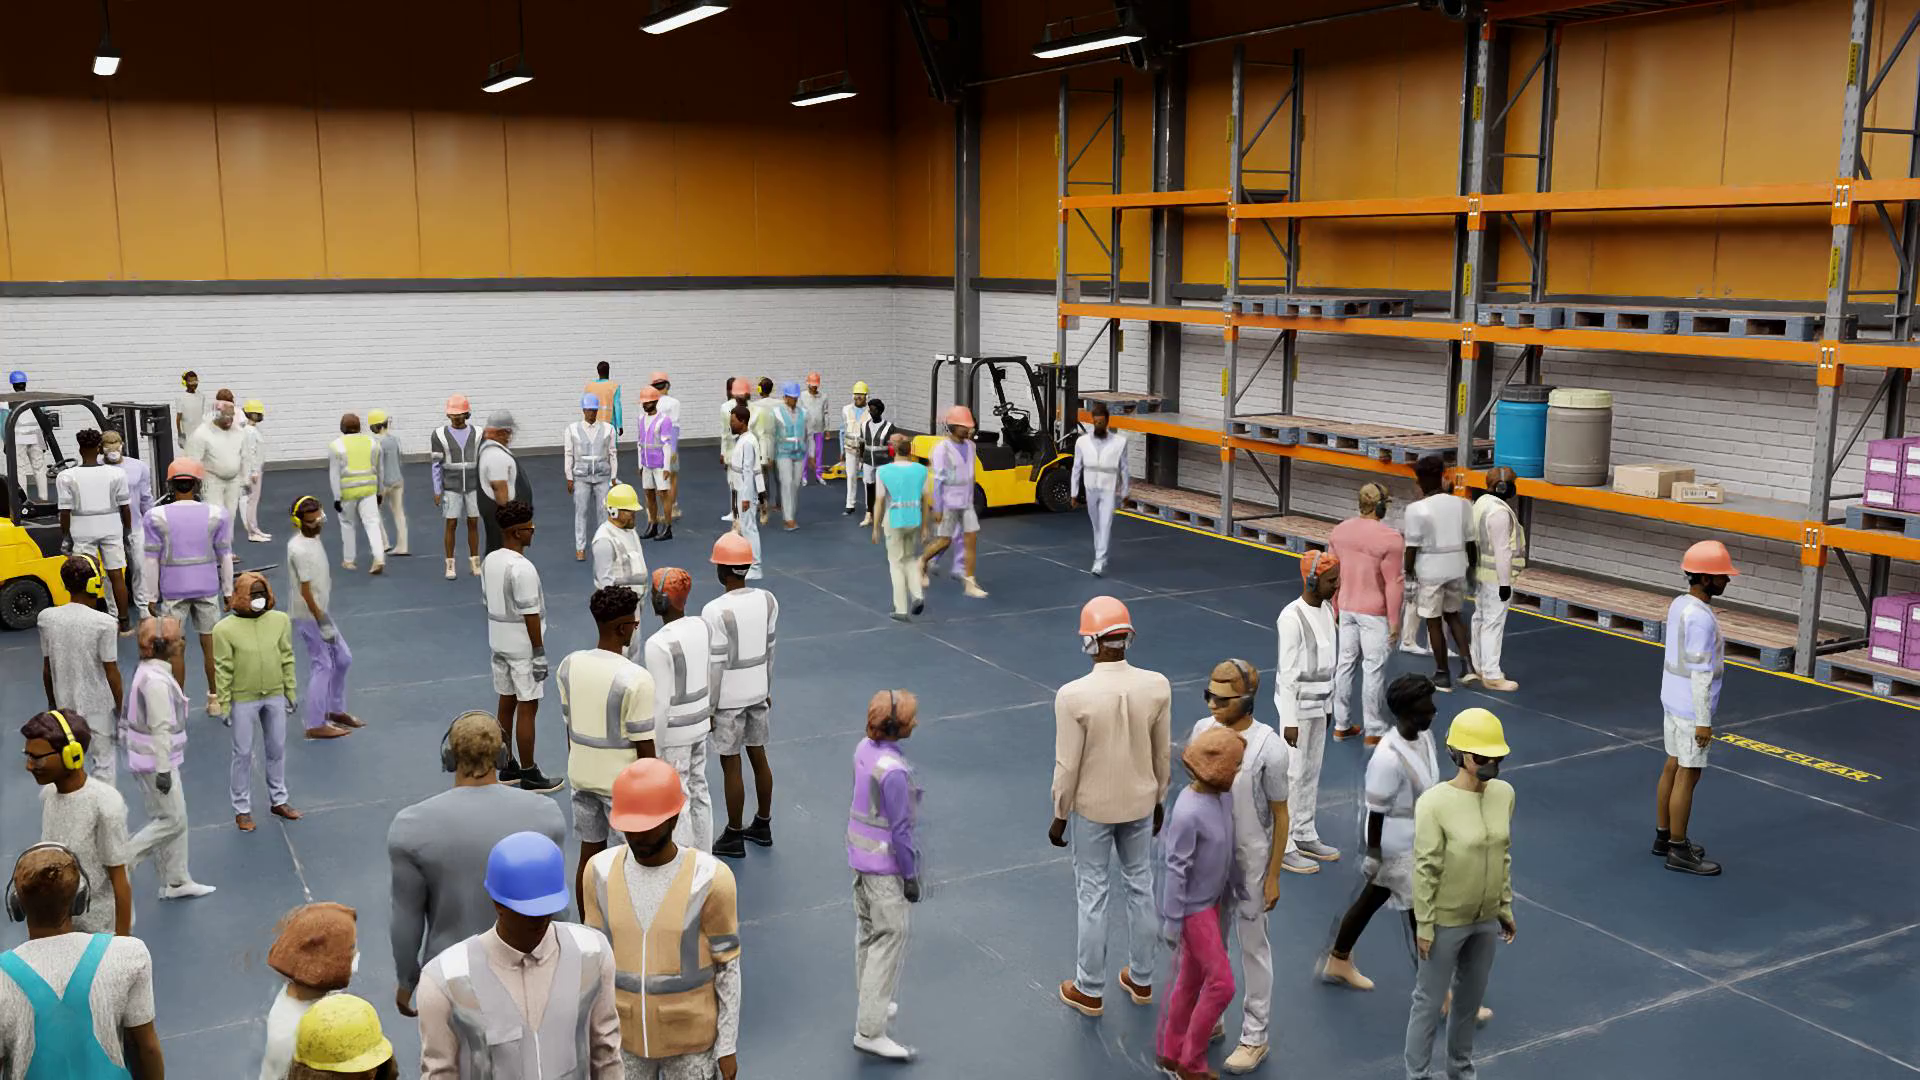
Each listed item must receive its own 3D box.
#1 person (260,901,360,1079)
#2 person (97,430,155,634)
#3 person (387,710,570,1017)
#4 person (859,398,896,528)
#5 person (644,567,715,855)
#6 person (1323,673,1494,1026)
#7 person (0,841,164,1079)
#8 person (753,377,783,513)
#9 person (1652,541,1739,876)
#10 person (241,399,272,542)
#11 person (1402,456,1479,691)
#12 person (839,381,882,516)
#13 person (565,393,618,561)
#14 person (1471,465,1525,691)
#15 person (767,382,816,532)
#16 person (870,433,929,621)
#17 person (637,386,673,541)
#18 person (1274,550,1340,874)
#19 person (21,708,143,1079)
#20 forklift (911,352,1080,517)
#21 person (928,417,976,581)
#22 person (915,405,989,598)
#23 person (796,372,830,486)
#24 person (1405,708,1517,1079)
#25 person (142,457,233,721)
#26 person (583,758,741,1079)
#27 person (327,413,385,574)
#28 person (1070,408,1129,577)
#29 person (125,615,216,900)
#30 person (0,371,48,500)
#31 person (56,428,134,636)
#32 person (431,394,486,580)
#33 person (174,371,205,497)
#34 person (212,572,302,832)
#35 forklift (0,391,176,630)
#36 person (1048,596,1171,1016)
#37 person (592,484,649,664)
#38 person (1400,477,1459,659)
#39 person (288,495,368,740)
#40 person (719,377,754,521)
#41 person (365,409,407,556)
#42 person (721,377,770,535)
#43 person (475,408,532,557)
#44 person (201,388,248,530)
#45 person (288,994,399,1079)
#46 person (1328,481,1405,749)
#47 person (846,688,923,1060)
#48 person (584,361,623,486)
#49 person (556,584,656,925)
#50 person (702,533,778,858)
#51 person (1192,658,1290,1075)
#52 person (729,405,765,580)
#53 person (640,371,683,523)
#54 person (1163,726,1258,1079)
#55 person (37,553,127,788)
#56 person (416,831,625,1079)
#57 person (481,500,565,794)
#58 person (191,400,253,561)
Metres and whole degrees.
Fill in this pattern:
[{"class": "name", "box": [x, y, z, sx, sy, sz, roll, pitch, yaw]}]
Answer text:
[{"class": "person", "box": [-1.995, 1.901, 5.134, 0.366, 1.613, 0.516, -2, 10, -13]}, {"class": "person", "box": [-7.905, -0.077, 15.648, 0.639, 1.928, 0.389, -8, 13, -40]}, {"class": "person", "box": [-1.755, 1.575, 6.127, 0.639, 1.928, 0.369, -5, 11, -25]}, {"class": "person", "box": [-1.075, -0.996, 21.587, 0.540, 1.695, 0.317, 4, 11, 23]}, {"class": "person", "box": [-1.558, 1.073, 9.141, 0.356, 1.882, 0.574, 4, 10, 20]}, {"class": "person", "box": [2.100, 1.419, 7.829, 0.862, 1.644, 0.537, 6, 11, 30]}, {"class": "person", "box": [-2.681, 1.805, 5.034, 0.517, 1.843, 0.325, -6, 12, -33]}, {"class": "person", "box": [-2.661, -1.308, 22.882, 0.520, 1.873, 0.335, -8, 13, -38]}, {"class": "person", "box": [4.260, 0.959, 9.641, 0.357, 1.938, 0.543, 2, 10, 9]}, {"class": "person", "box": [-8.724, -0.863, 20.622, 0.331, 1.768, 0.527, -3, 10, -17]}, {"class": "person", "box": [3.906, 0.284, 13.560, 0.649, 1.931, 0.466, -3, 10, -19]}, {"class": "person", "box": [-1.356, -1.233, 22.547, 0.589, 1.837, 0.404, 2, 10, 12]}, {"class": "person", "box": [-4.283, -0.733, 19.341, 0.605, 1.951, 0.380, -4, 10, -19]}, {"class": "person", "box": [4.418, 0.303, 13.693, 0.429, 1.844, 0.627, 0, 10, 1]}, {"class": "person", "box": [-2.111, -1.065, 21.360, 0.616, 1.910, 0.871, -6, 12, -32]}, {"class": "person", "box": [-0.576, -0.123, 16.149, 0.560, 1.835, 0.437, -7, 12, -33]}, {"class": "person", "box": [-3.812, -0.950, 20.660, 0.544, 1.930, 0.389, 7, 12, 35]}, {"class": "person", "box": [2.018, 0.984, 9.667, 0.358, 1.880, 0.575, 7, 12, 36]}, {"class": "person", "box": [-3.380, 1.554, 6.461, 0.530, 1.854, 0.324, 6, 12, 31]}, {"class": "forklift", "box": [0.460, -1.461, 22.833, 2.313, 2.155, 1.214, -5, 11, -28]}, {"class": "person", "box": [-0.059, -0.458, 18.122, 0.472, 1.822, 0.605, 8, 12, 38]}, {"class": "person", "box": [-0.105, -0.412, 17.361, 0.895, 2.012, 0.619, 9, 13, 42]}, {"class": "person", "box": [-2.252, -1.708, 25.551, 0.563, 1.742, 0.338, -5, 11, -27]}, {"class": "person", "box": [2.060, 1.540, 6.783, 0.524, 1.770, 0.315, -5, 11, -28]}, {"class": "person", "box": [-5.896, 0.376, 12.743, 0.613, 2.031, 0.403, -6, 12, -32]}, {"class": "person", "box": [-1.018, 1.662, 5.596, 0.553, 1.933, 0.370, 2, 10, 10]}, {"class": "person", "box": [-6.694, -0.517, 18.551, 0.633, 1.804, 0.925, -8, 13, -38]}, {"class": "person", "box": [1.549, -0.543, 18.520, 0.608, 1.858, 1.034, 3, 10, 16]}, {"class": "person", "box": [-4.424, 1.217, 9.049, 0.522, 1.621, 0.528, -5, 11, -28]}, {"class": "person", "box": [-13.007, -1.383, 23.138, 0.419, 1.940, 0.600, 7, 12, 36]}, {"class": "person", "box": [-7.990, -0.055, 15.394, 0.613, 1.963, 0.361, -7, 12, -35]}, {"class": "person", "box": [-5.449, -0.582, 18.210, 0.613, 2.039, 0.389, -5, 11, -27]}, {"class": "person", "box": [-11.117, -1.523, 24.130, 0.309, 1.868, 0.535, 5, 11, 26]}, {"class": "person", "box": [-4.371, 0.993, 10.339, 0.287, 1.627, 0.497, 9, 13, 42]}, {"class": "forklift", "box": [-9.026, -0.363, 16.508, 1.214, 2.155, 2.313, 6, 11, 29]}, {"class": "person", "box": [0.701, 1.244, 7.840, 0.610, 1.991, 0.389, -4, 11, -22]}, {"class": "person", "box": [-2.605, 0.470, 12.815, 0.403, 1.817, 0.601, 2, 10, 9]}, {"class": "person", "box": [4.220, 0.239, 14.705, 0.636, 1.612, 0.507, 3, 10, 15]}, {"class": "person", "box": [-4.647, 0.561, 12.225, 0.467, 1.840, 0.608, -1, 10, -7]}, {"class": "person", "box": [-2.962, -1.208, 22.175, 0.375, 1.915, 0.598, 7, 12, 35]}, {"class": "person", "box": [-6.784, -0.668, 19.541, 0.572, 1.734, 0.553, 2, 10, 12]}, {"class": "person", "box": [-2.705, -1.071, 21.115, 0.609, 2.017, 0.821, 3, 10, 18]}, {"class": "person", "box": [-4.568, -0.319, 16.701, 0.535, 2.000, 0.690, -5, 11, -25]}, {"class": "person", "box": [-9.401, -1.029, 21.400, 0.629, 1.836, 0.430, -5, 11, -25]}, {"class": "person", "box": [-1.545, 1.990, 4.266, 0.294, 1.744, 0.484, 4, 11, 23]}, {"class": "person", "box": [2.938, 0.538, 12.058, 0.372, 1.939, 0.629, -8, 12, -37]}, {"class": "person", "box": [-0.375, 1.472, 7.550, 0.367, 1.640, 0.691, -4, 11, -20]}, {"class": "person", "box": [-5.456, -1.781, 25.503, 0.587, 1.911, 0.397, 3, 10, 15]}, {"class": "person", "box": [-1.733, 1.185, 8.299, 0.598, 1.958, 0.373, 6, 12, 32]}, {"class": "person", "box": [-1.329, 0.917, 9.882, 0.357, 1.938, 0.545, 8, 12, 37]}, {"class": "person", "box": [1.194, 1.411, 7.306, 0.328, 1.842, 0.514, -9, 13, -43]}, {"class": "person", "box": [-2.338, -0.523, 18.263, 0.384, 1.912, 0.592, -2, 10, -14]}, {"class": "person", "box": [-3.970, -1.232, 22.075, 0.624, 1.989, 0.818, 3, 10, 17]}, {"class": "person", "box": [1.064, 1.567, 7.055, 0.478, 1.614, 0.502, 5, 11, 25]}, {"class": "person", "box": [-5.053, 1.001, 9.630, 0.510, 1.861, 0.324, 1, 10, 8]}, {"class": "person", "box": [-1.273, 1.781, 4.913, 0.604, 1.939, 0.415, -6, 12, -32]}, {"class": "person", "box": [-2.922, 0.703, 11.027, 0.367, 1.966, 0.606, -9, 13, -43]}, {"class": "person", "box": [-8.543, -0.677, 19.228, 0.502, 1.882, 0.665, 6, 11, 29]}]
